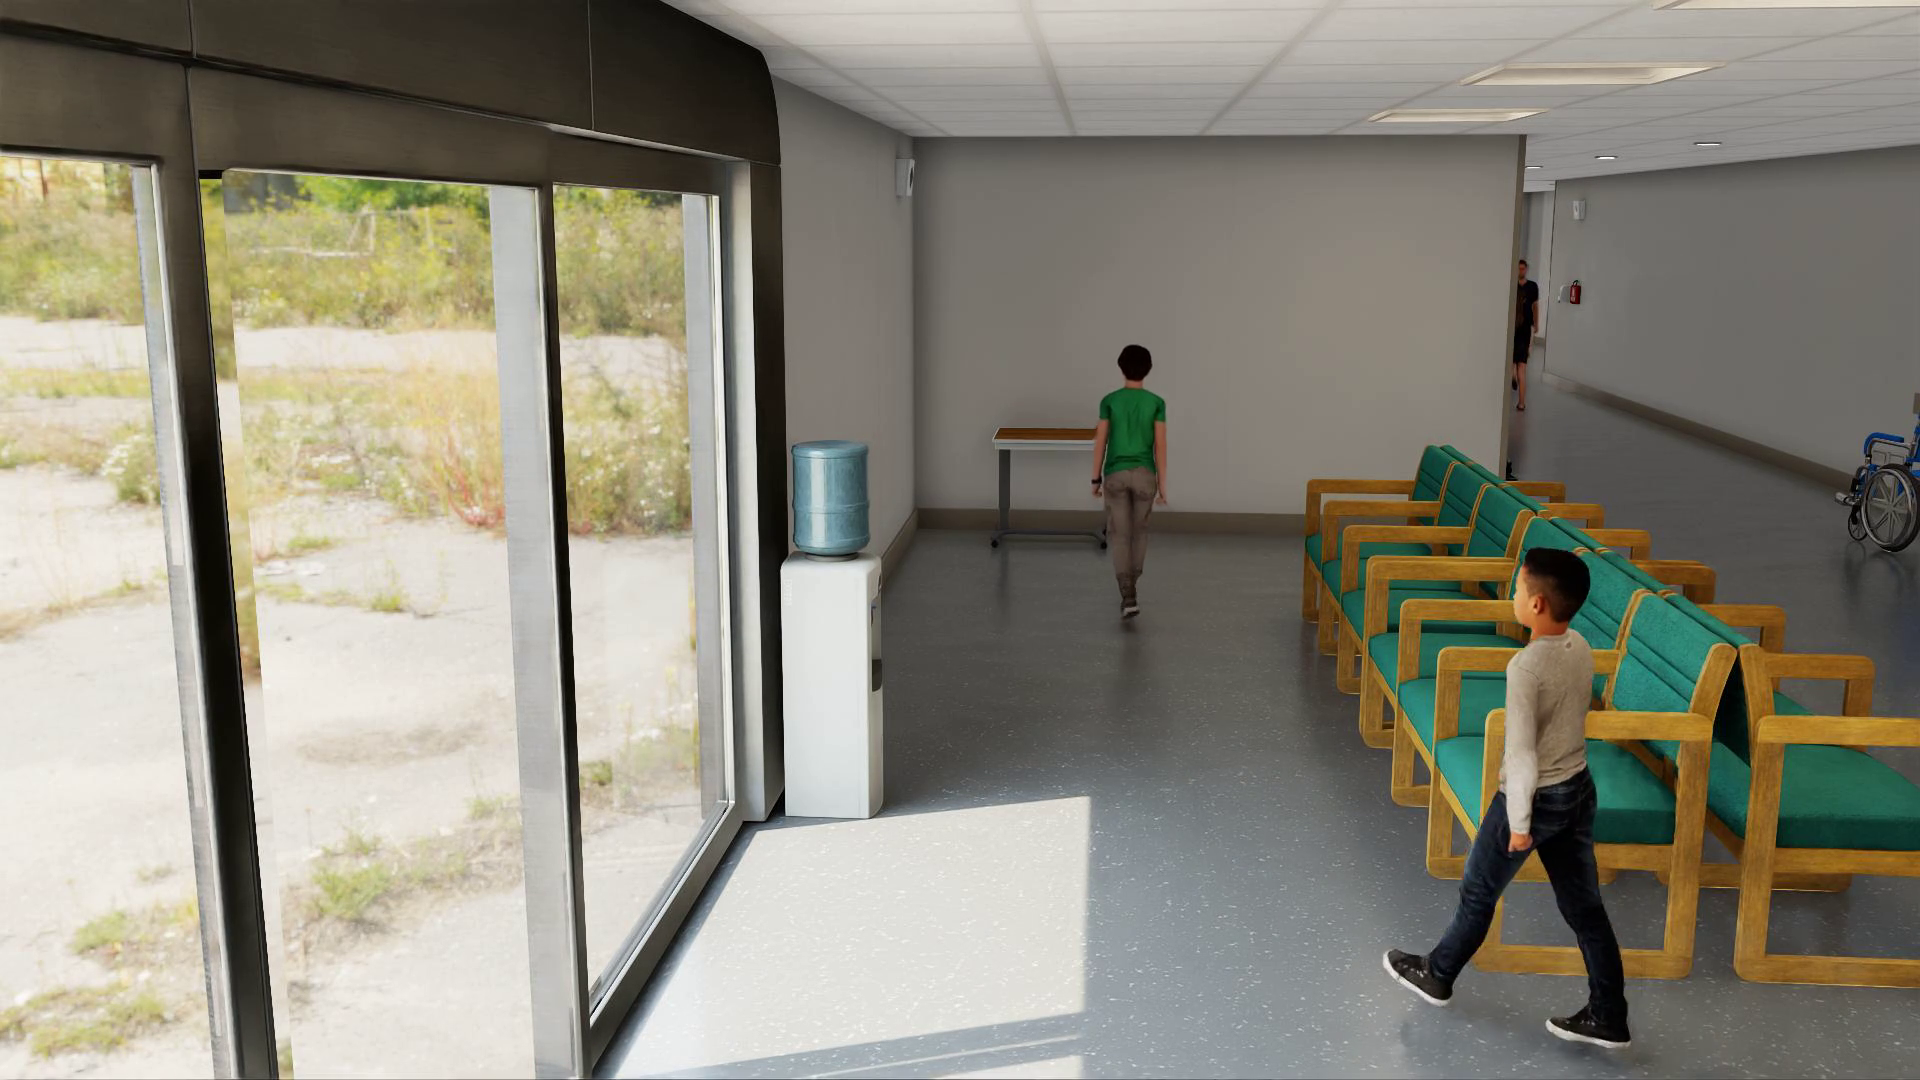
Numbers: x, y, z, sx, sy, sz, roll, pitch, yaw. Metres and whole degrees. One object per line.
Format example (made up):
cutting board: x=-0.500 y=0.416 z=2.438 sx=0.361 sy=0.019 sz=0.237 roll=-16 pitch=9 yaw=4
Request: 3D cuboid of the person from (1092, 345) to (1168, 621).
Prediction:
person: x=1.013 y=-0.316 z=9.884 sx=1.051 sy=1.618 sz=0.728 roll=0 pitch=11 yaw=0

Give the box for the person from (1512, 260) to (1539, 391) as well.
person: x=8.015 y=-3.057 z=23.772 sx=1.054 sy=1.827 sz=0.793 roll=3 pitch=11 yaw=14

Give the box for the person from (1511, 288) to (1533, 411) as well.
person: x=7.114 y=-2.446 z=21.277 sx=0.515 sy=1.556 sz=0.613 roll=0 pitch=11 yaw=-2

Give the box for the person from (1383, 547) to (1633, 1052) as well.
person: x=1.715 y=0.764 z=4.699 sx=0.950 sy=1.431 sz=1.000 roll=-9 pitch=14 yaw=-38
